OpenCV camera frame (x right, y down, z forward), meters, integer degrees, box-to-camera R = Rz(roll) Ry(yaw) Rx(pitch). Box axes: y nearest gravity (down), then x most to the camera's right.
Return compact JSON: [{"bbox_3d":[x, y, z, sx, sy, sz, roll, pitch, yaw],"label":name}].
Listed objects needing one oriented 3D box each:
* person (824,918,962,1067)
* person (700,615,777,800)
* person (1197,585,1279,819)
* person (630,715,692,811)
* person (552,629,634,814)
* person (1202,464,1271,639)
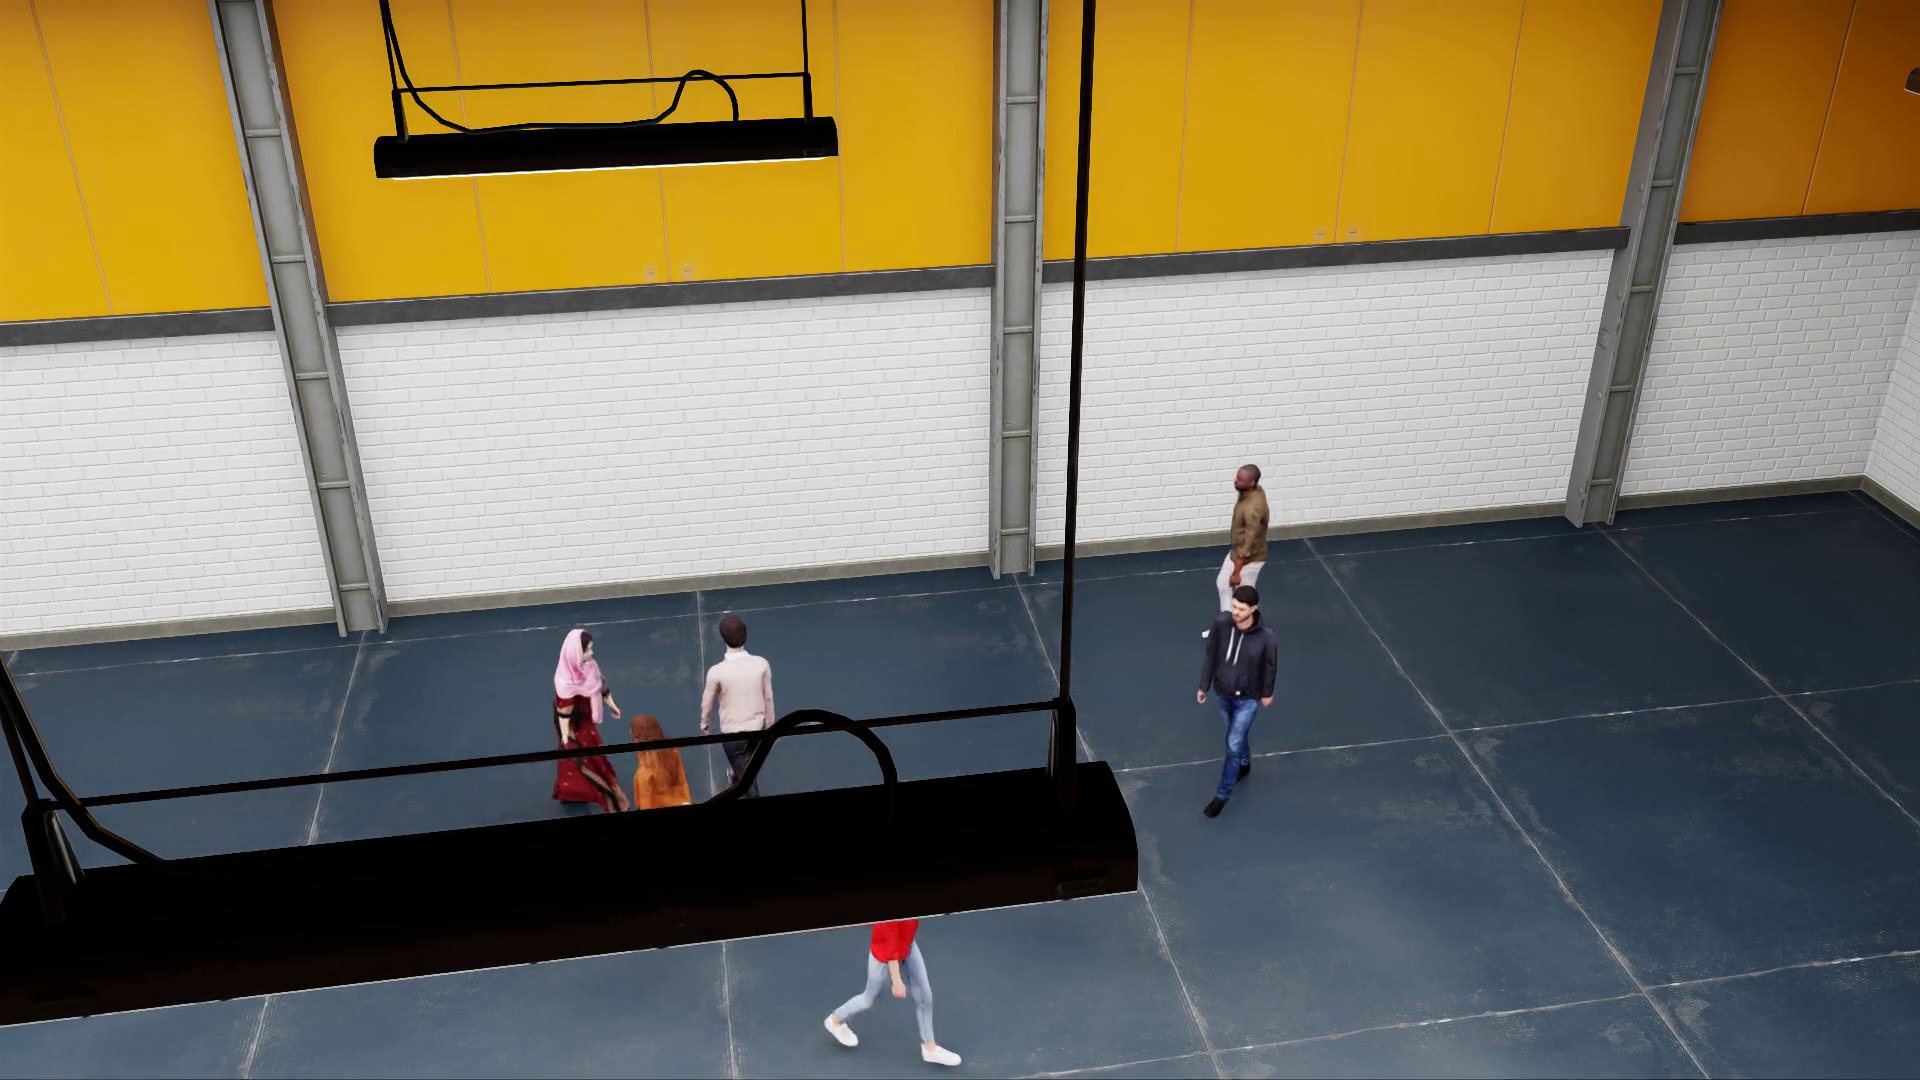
[{"bbox_3d":[-0.487,2.540,10.165,1.219,1.663,0.966,9,30,16],"label":"person"},{"bbox_3d":[-1.549,1.449,12.078,1.208,1.746,0.925,-14,32,-24],"label":"person"},{"bbox_3d":[2.157,1.113,12.587,1.086,1.849,1.180,22,36,35],"label":"person"},{"bbox_3d":[-1.904,1.943,11.239,1.056,1.683,0.896,8,30,15],"label":"person"},{"bbox_3d":[-2.909,1.352,12.392,1.041,1.616,0.876,2,29,4],"label":"person"},{"bbox_3d":[2.536,0.142,14.398,0.763,1.818,0.798,-1,29,-1],"label":"person"}]
